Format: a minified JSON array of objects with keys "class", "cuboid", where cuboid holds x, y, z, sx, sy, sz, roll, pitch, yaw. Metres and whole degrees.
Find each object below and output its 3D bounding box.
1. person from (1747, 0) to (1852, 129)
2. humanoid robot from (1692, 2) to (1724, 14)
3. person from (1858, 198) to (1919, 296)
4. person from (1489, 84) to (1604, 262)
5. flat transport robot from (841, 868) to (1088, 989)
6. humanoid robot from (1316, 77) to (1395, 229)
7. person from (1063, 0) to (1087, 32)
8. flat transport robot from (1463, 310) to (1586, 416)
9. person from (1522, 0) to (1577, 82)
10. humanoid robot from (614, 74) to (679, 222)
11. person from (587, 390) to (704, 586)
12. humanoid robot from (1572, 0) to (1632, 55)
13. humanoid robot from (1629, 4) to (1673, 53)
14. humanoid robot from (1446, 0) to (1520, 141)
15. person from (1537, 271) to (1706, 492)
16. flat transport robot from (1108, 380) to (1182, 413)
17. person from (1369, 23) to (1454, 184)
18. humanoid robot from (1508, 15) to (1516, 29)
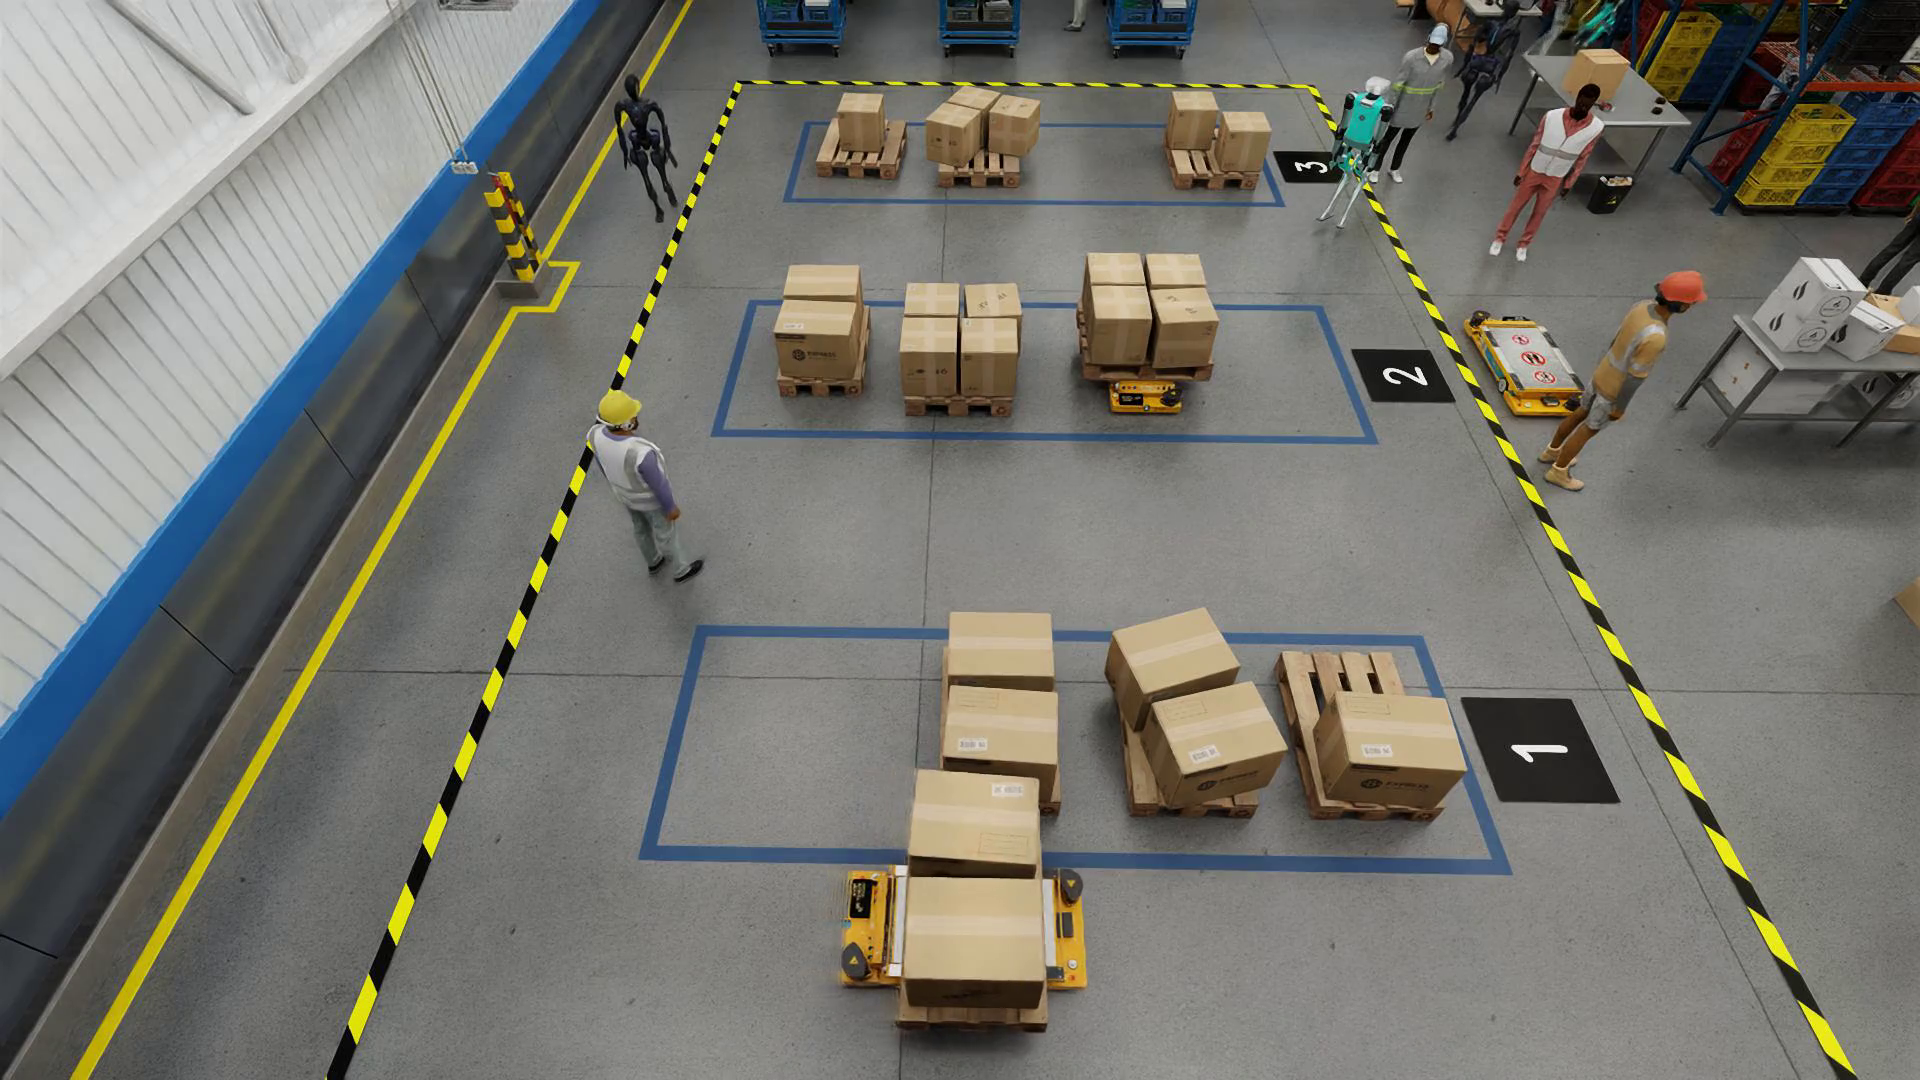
[{"class":"person","cuboid":[10.910,-6.109,11.844,0.295,1.743,0.486,-28,55,-22]},{"class":"humanoid robot","cuboid":[10.798,-7.593,13.148,0.795,1.795,0.540,3,49,2]},{"class":"person","cuboid":[9.823,-3.206,9.265,0.349,1.846,0.504,-3,49,-2]},{"class":"person","cuboid":[6.321,-3.941,9.864,0.579,1.911,0.394,23,53,19]},{"class":"flat transport robot","cuboid":[0.032,2.316,5.510,1.431,0.197,0.652,1,49,1]},{"class":"humanoid robot","cuboid":[4.487,-4.354,10.244,0.533,1.674,0.735,35,57,26]},{"class":"person","cuboid":[1.882,-8.914,14.204,0.392,1.847,0.563,18,51,15]},{"class":"flat transport robot","cuboid":[5.573,-1.757,9.054,0.659,0.231,1.431,1,49,1]},{"class":"person","cuboid":[8.574,-7.603,13.063,0.535,1.863,0.738,36,58,27]},{"class":"humanoid robot","cuboid":[-3.574,-4.495,10.490,0.603,1.642,0.434,-7,49,-6]},{"class":"person","cuboid":[-2.341,-0.367,6.816,0.599,1.829,0.404,23,53,19]},{"class":"humanoid robot","cuboid":[9.239,-7.594,13.118,0.698,1.767,0.531,-12,50,-10]},{"class":"humanoid robot","cuboid":[10.508,-8.106,13.615,0.333,1.644,0.613,-10,50,-9]},{"class":"humanoid robot","cuboid":[6.794,-6.113,11.918,0.590,1.621,0.763,36,58,27]},{"class":"person","cuboid":[5.355,-1.277,7.464,0.366,2.048,0.606,12,50,10]},{"class":"flat transport robot","cuboid":[1.773,-1.807,9.079,0.652,0.197,1.431,1,49,1]},{"class":"person","cuboid":[5.420,-5.194,10.982,0.596,1.849,0.387,0,49,0]},{"class":"humanoid robot","cuboid":[8.685,-8.767,14.203,0.557,1.856,0.875,1,49,1]}]
